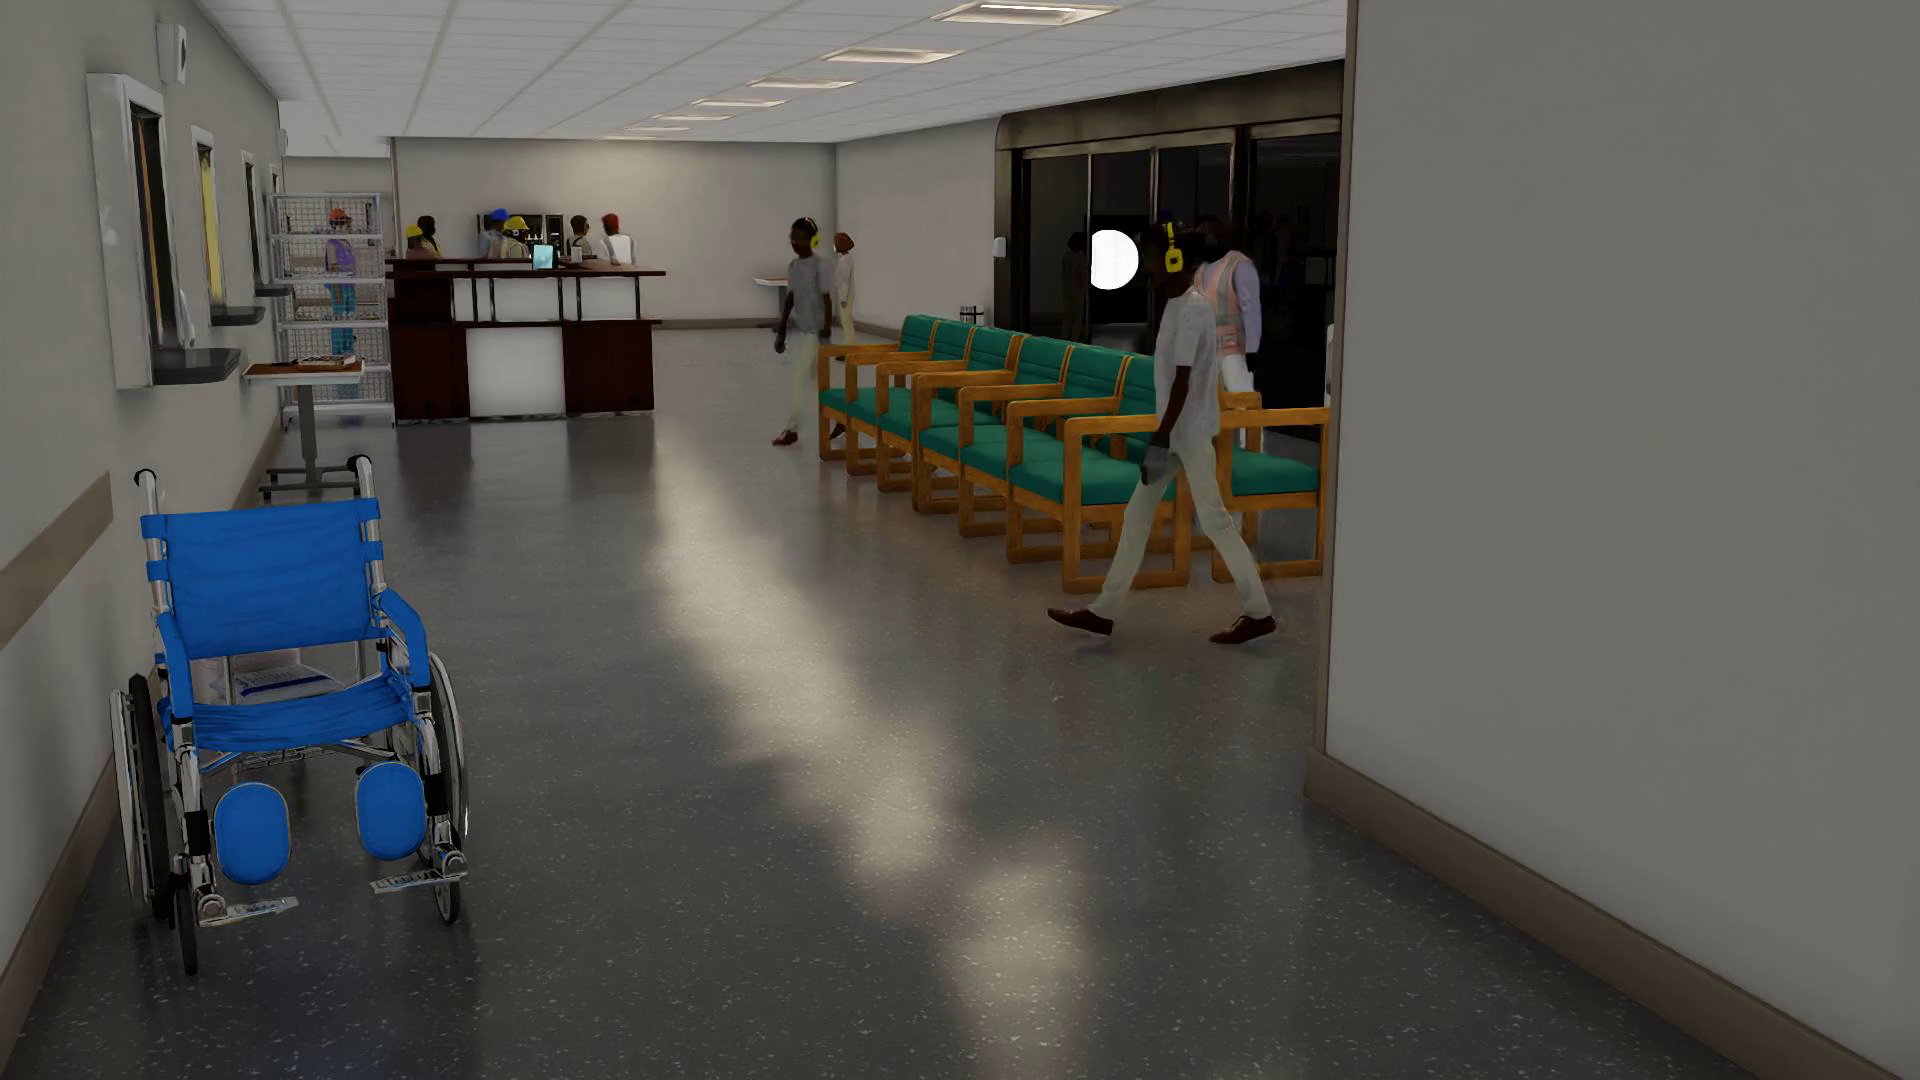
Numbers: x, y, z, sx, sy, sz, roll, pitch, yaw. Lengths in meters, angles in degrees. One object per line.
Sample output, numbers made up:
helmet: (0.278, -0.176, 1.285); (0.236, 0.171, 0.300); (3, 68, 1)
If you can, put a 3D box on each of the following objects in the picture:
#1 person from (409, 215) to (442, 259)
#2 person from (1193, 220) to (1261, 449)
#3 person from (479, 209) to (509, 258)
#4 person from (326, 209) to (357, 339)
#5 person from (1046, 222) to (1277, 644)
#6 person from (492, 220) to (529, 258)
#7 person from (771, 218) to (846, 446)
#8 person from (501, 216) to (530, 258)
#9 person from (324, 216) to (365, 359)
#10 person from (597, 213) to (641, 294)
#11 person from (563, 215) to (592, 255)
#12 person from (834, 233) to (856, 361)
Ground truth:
person: (-7.411, -3.597, 23.223); (0.429, 1.840, 0.637); (1, 11, 7)
person: (1.857, -1.312, 11.602); (0.434, 1.809, 0.723); (-6, 12, -27)
person: (-6.752, -3.881, 24.428); (0.565, 1.927, 0.646); (6, 13, 29)
person: (-9.165, -3.913, 24.596); (0.362, 1.934, 0.543); (-4, 12, -20)
person: (0.918, -0.432, 7.084); (1.004, 1.813, 0.530); (-1, 11, -5)
person: (-6.510, -3.751, 24.190); (0.527, 1.772, 0.305); (-2, 11, -11)
person: (-1.168, -1.676, 13.441); (0.788, 1.822, 0.642); (-9, 14, -39)
person: (-5.865, -3.369, 22.069); (0.404, 1.829, 0.600); (-6, 13, -28)
person: (-7.808, -3.160, 21.002); (0.382, 1.836, 0.566); (1, 11, 6)
person: (-4.395, -3.263, 21.443); (0.659, 1.869, 0.385); (-10, 15, -42)
person: (-4.956, -3.319, 21.773); (0.504, 1.847, 0.344); (9, 14, 39)
person: (-1.465, -3.088, 21.175); (0.285, 1.627, 0.504); (0, 11, -1)
